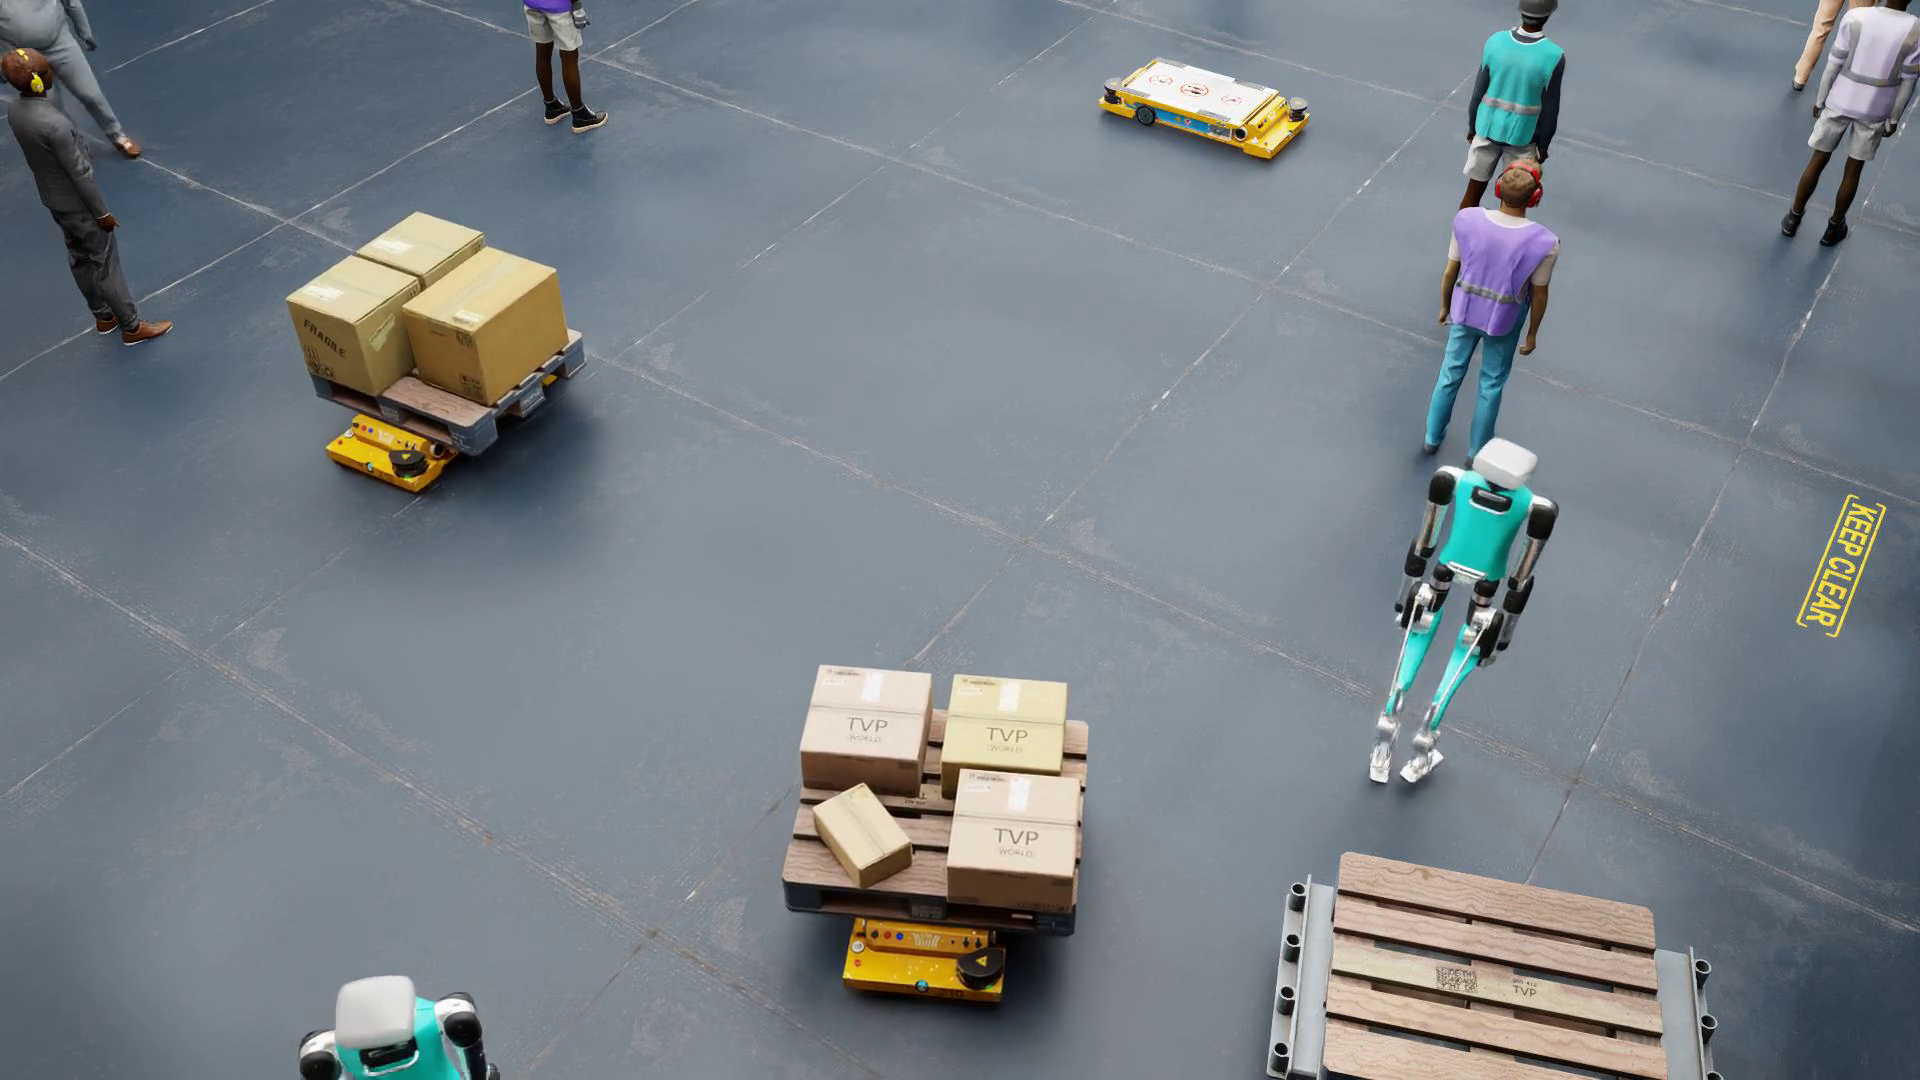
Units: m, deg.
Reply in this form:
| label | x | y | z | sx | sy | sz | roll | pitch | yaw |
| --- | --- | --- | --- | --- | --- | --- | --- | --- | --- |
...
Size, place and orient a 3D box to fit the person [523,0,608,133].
| label | x | y | z | sx | sy | sz | roll | pitch | yaw |
| --- | --- | --- | --- | --- | --- | --- | --- | --- | --- |
| person | -2.911 | -3.862 | 11.829 | 0.605 | 1.966 | 0.368 | 24 | 47 | 24 |

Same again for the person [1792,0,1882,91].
| label | x | y | z | sx | sy | sz | roll | pitch | yaw |
| --- | --- | --- | --- | --- | --- | --- | --- | --- | --- |
| person | 6.609 | -4.101 | 12.312 | 0.462 | 1.676 | 0.366 | 24 | 47 | 24 |

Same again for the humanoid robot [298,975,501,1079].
| label | x | y | z | sx | sy | sz | roll | pitch | yaw |
| --- | --- | --- | --- | --- | --- | --- | --- | --- | --- |
| humanoid robot | -1.629 | 2.193 | 5.252 | 0.536 | 1.775 | 0.992 | -13 | 43 | -14 |

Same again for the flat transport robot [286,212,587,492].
| label | x | y | z | sx | sy | sz | roll | pitch | yaw |
| --- | --- | --- | --- | --- | --- | --- | --- | --- | --- |
| flat transport robot | -2.952 | -0.838 | 9.717 | 0.659 | 0.231 | 1.431 | 20 | 45 | 21 |

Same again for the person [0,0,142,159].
| label | x | y | z | sx | sy | sz | roll | pitch | yaw |
| --- | --- | --- | --- | --- | --- | --- | --- | --- | --- |
| person | -6.284 | -3.360 | 11.344 | 0.674 | 1.865 | 0.449 | -17 | 45 | -18 |

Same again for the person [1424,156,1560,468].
| label | x | y | z | sx | sy | sz | roll | pitch | yaw |
| --- | --- | --- | --- | --- | --- | --- | --- | --- | --- |
| person | 2.825 | -1.184 | 8.919 | 0.564 | 1.849 | 0.391 | 24 | 47 | 24 |

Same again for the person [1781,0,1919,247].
| label | x | y | z | sx | sy | sz | roll | pitch | yaw |
| --- | --- | --- | --- | --- | --- | --- | --- | --- | --- |
| person | 5.769 | -2.800 | 10.663 | 0.544 | 1.938 | 0.358 | 24 | 47 | 24 |

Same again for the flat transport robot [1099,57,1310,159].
| label | x | y | z | sx | sy | sz | roll | pitch | yaw |
| --- | --- | --- | --- | --- | --- | --- | --- | --- | --- |
| flat transport robot | 1.817 | -3.238 | 12.403 | 1.431 | 0.231 | 0.659 | 24 | 47 | 24 |

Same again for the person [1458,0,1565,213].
| label | x | y | z | sx | sy | sz | roll | pitch | yaw |
| --- | --- | --- | --- | --- | --- | --- | --- | --- | --- |
| person | 3.418 | -2.545 | 10.372 | 0.552 | 1.943 | 0.418 | 24 | 47 | 24 |

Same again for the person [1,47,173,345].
| label | x | y | z | sx | sy | sz | roll | pitch | yaw |
| --- | --- | --- | --- | --- | --- | --- | --- | --- | --- |
| person | -5.211 | -2.006 | 9.820 | 0.493 | 1.875 | 0.356 | 24 | 47 | 24 |

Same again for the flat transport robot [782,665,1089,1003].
| label | x | y | z | sx | sy | sz | roll | pitch | yaw |
| --- | --- | --- | --- | --- | --- | --- | --- | --- | --- |
| flat transport robot | -0.079 | 1.336 | 7.285 | 0.659 | 0.231 | 1.431 | 4 | 42 | 5 |

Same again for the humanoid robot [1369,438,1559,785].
| label | x | y | z | sx | sy | sz | roll | pitch | yaw |
| --- | --- | --- | --- | --- | --- | --- | --- | --- | --- |
| humanoid robot | 2.075 | 0.453 | 7.152 | 0.552 | 1.747 | 0.810 | 21 | 46 | 22 |
